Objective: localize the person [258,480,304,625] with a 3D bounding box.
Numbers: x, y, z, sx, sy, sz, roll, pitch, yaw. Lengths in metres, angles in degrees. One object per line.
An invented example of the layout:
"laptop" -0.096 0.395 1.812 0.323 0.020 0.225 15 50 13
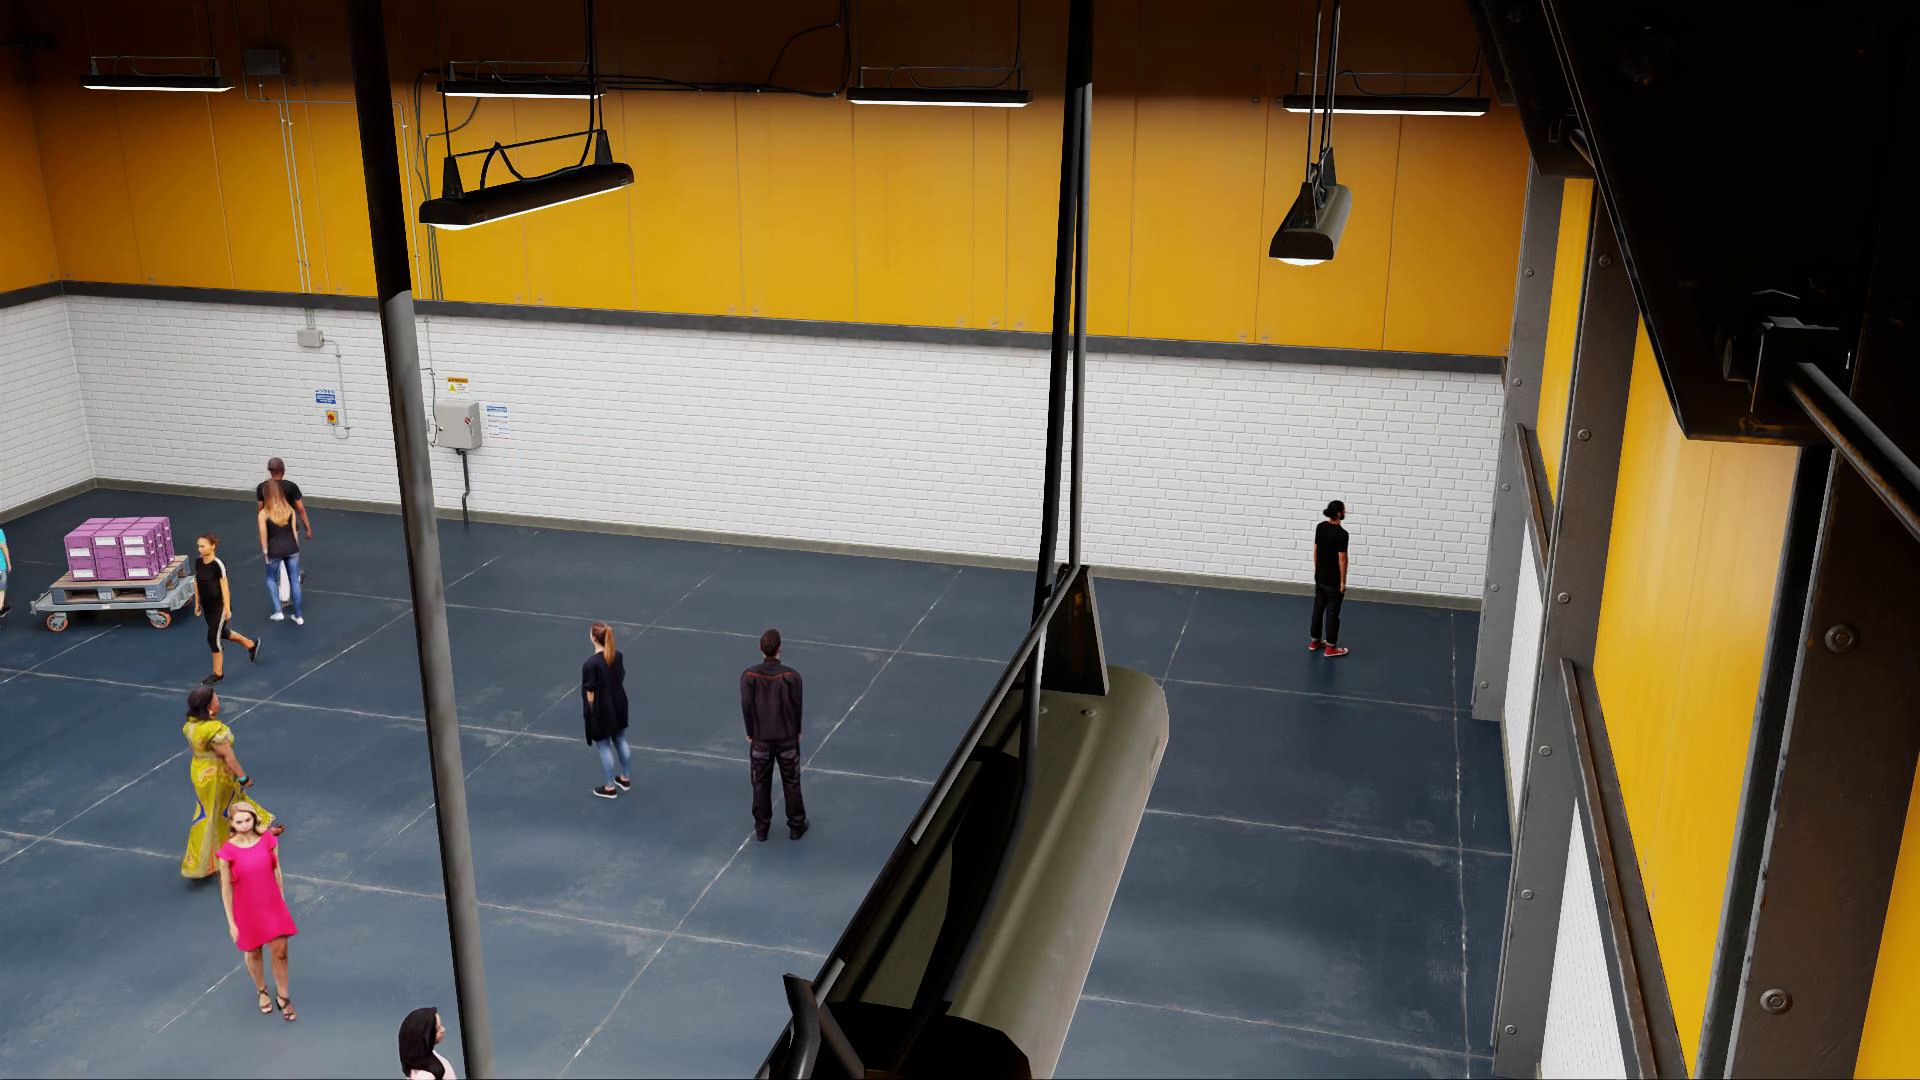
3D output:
"person" -7.747 0.168 19.053 0.699 1.709 0.765 -13 23 -34

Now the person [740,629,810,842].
"person" -1.587 1.671 14.268 0.740 1.914 0.677 0 19 1

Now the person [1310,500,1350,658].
"person" 4.065 0.404 18.276 0.766 1.758 0.708 -11 21 -29

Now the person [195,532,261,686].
"person" -7.811 0.684 17.621 0.815 1.644 1.062 13 23 34

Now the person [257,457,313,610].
"person" -8.012 -0.041 19.614 0.872 1.747 1.281 0 19 1

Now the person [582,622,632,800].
"person" -3.187 1.529 15.053 0.769 1.682 0.638 14 23 36

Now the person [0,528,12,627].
"person" -11.125 0.305 19.093 0.764 1.422 1.008 -3 19 -9

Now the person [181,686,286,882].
"person" -6.190 2.029 13.679 1.333 1.611 1.158 -17 25 -42

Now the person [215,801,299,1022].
"person" -5.030 2.593 11.847 0.758 1.711 0.816 -13 23 -34

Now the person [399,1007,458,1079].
"person" -2.956 3.399 9.364 0.789 1.769 0.691 -7 20 -20
